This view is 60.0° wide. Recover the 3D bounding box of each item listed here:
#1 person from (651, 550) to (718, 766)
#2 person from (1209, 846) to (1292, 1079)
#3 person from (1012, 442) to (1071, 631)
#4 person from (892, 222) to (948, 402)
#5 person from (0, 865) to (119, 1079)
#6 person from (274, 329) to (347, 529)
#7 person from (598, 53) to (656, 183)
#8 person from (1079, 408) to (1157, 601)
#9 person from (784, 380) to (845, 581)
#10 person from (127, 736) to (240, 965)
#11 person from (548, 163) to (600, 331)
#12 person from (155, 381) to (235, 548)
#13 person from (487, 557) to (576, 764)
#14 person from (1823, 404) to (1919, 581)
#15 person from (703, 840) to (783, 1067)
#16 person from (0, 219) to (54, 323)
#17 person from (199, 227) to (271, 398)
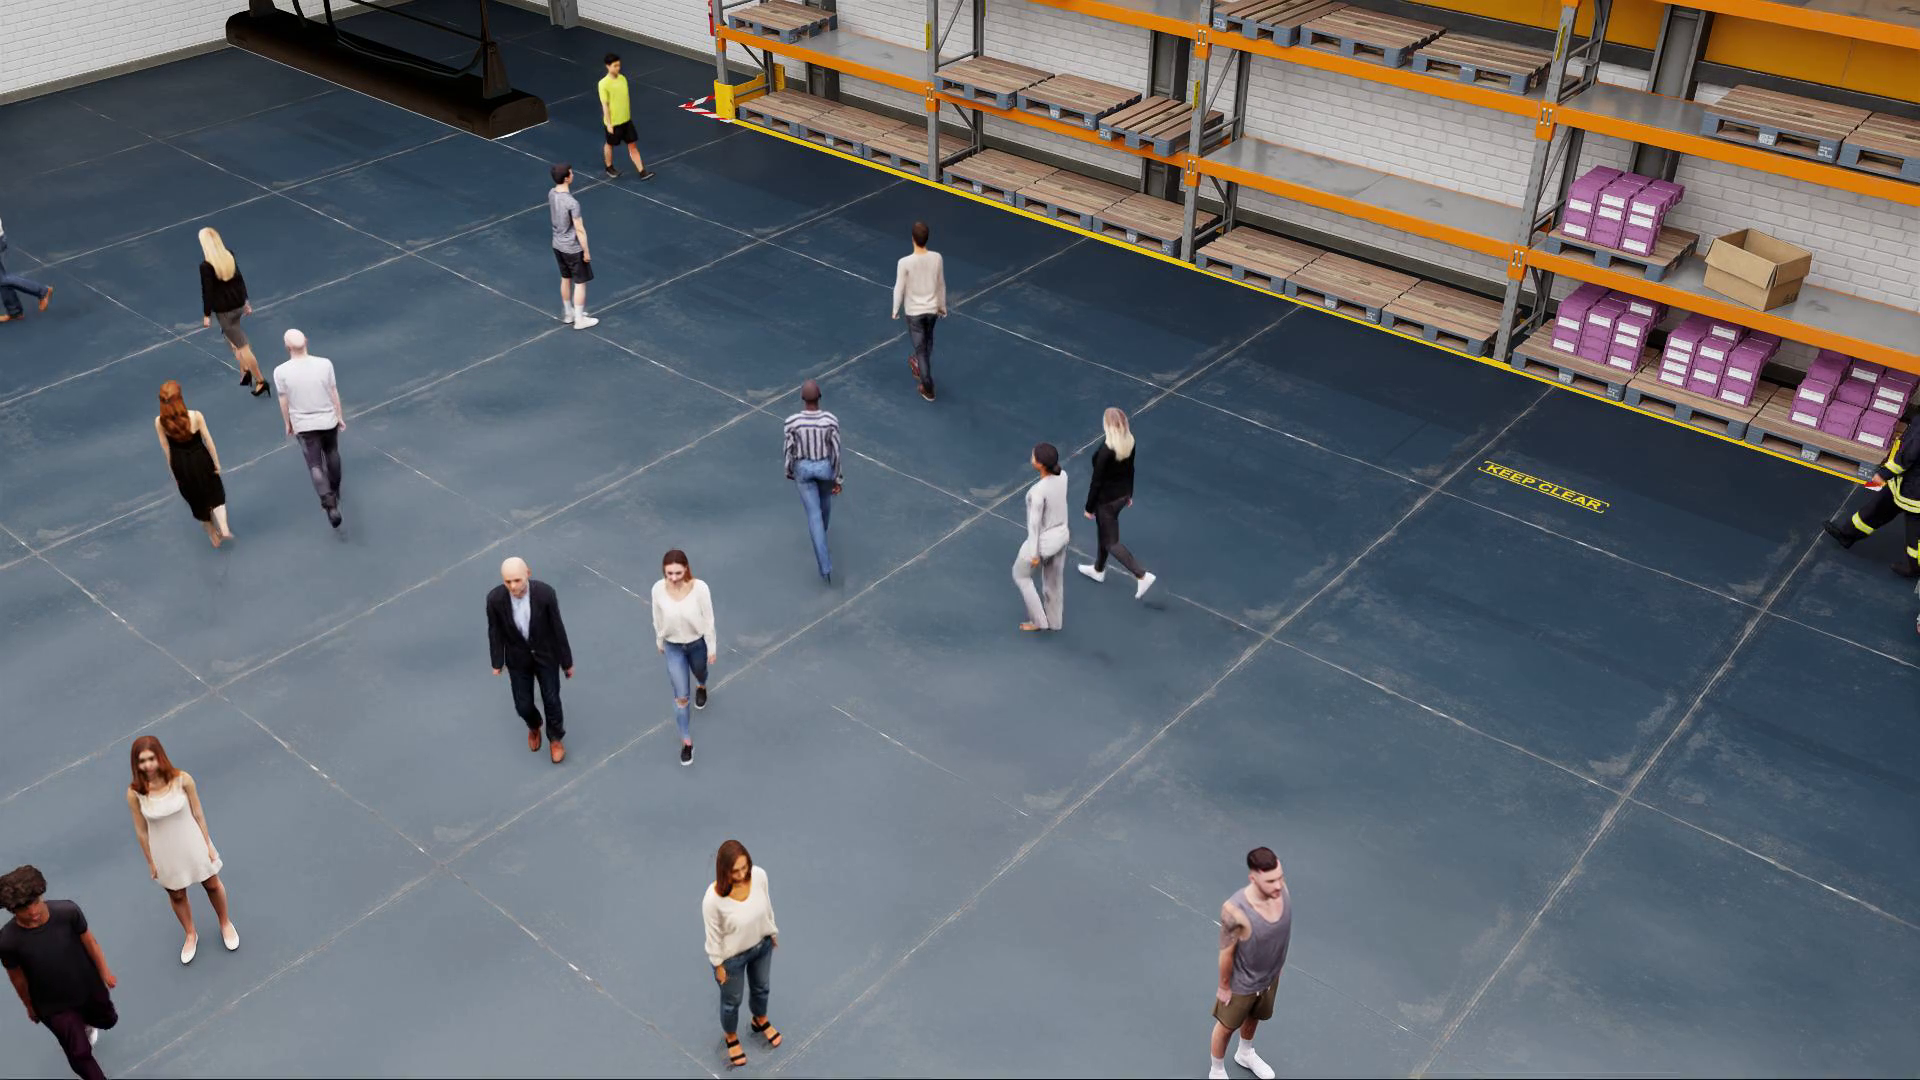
[{"bbox_3d":[-2.005,0.739,12.278,1.103,1.655,1.168,-2,34,-4],"label":"person"},{"bbox_3d":[1.666,2.449,9.509,0.686,1.846,0.663,-21,39,-29],"label":"person"},{"bbox_3d":[0.764,0.021,13.296,0.586,1.723,0.619,24,41,32],"label":"person"},{"bbox_3d":[-0.344,-2.238,16.584,0.923,1.846,1.099,-15,37,-22],"label":"person"},{"bbox_3d":[-5.138,2.507,9.518,0.990,1.765,0.646,28,43,35],"label":"person"},{"bbox_3d":[-5.696,-0.978,14.721,0.925,1.809,1.280,-19,38,-26],"label":"person"},{"bbox_3d":[-4.518,-5.485,21.637,1.058,1.660,0.651,24,41,32],"label":"person"},{"bbox_3d":[1.336,-0.276,13.800,1.008,1.661,0.636,21,39,28],"label":"person"},{"bbox_3d":[-1.209,-0.457,14.002,1.106,1.738,1.259,-7,34,-11],"label":"person"},{"bbox_3d":[-4.910,1.918,10.451,0.640,1.714,0.658,-13,36,-19],"label":"person"},{"bbox_3d":[-4.238,-3.177,17.981,0.517,1.864,0.735,28,43,35],"label":"person"},{"bbox_3d":[-6.609,-0.593,14.319,0.692,1.614,0.767,-13,36,-19],"label":"person"},{"bbox_3d":[-3.093,0.797,12.073,0.858,1.784,0.890,-8,35,-13],"label":"person"},{"bbox_3d":[8.143,-0.495,13.940,1.210,1.871,0.893,18,38,25],"label":"person"},{"bbox_3d":[-1.289,2.389,9.774,0.650,1.679,0.587,-25,41,-33],"label":"person"},{"bbox_3d":[-10.437,-3.238,18.100,0.898,1.834,0.934,-19,38,-26],"label":"person"},{"bbox_3d":[-7.190,-2.231,16.591,0.815,1.827,0.754,6,34,10],"label":"person"}]
